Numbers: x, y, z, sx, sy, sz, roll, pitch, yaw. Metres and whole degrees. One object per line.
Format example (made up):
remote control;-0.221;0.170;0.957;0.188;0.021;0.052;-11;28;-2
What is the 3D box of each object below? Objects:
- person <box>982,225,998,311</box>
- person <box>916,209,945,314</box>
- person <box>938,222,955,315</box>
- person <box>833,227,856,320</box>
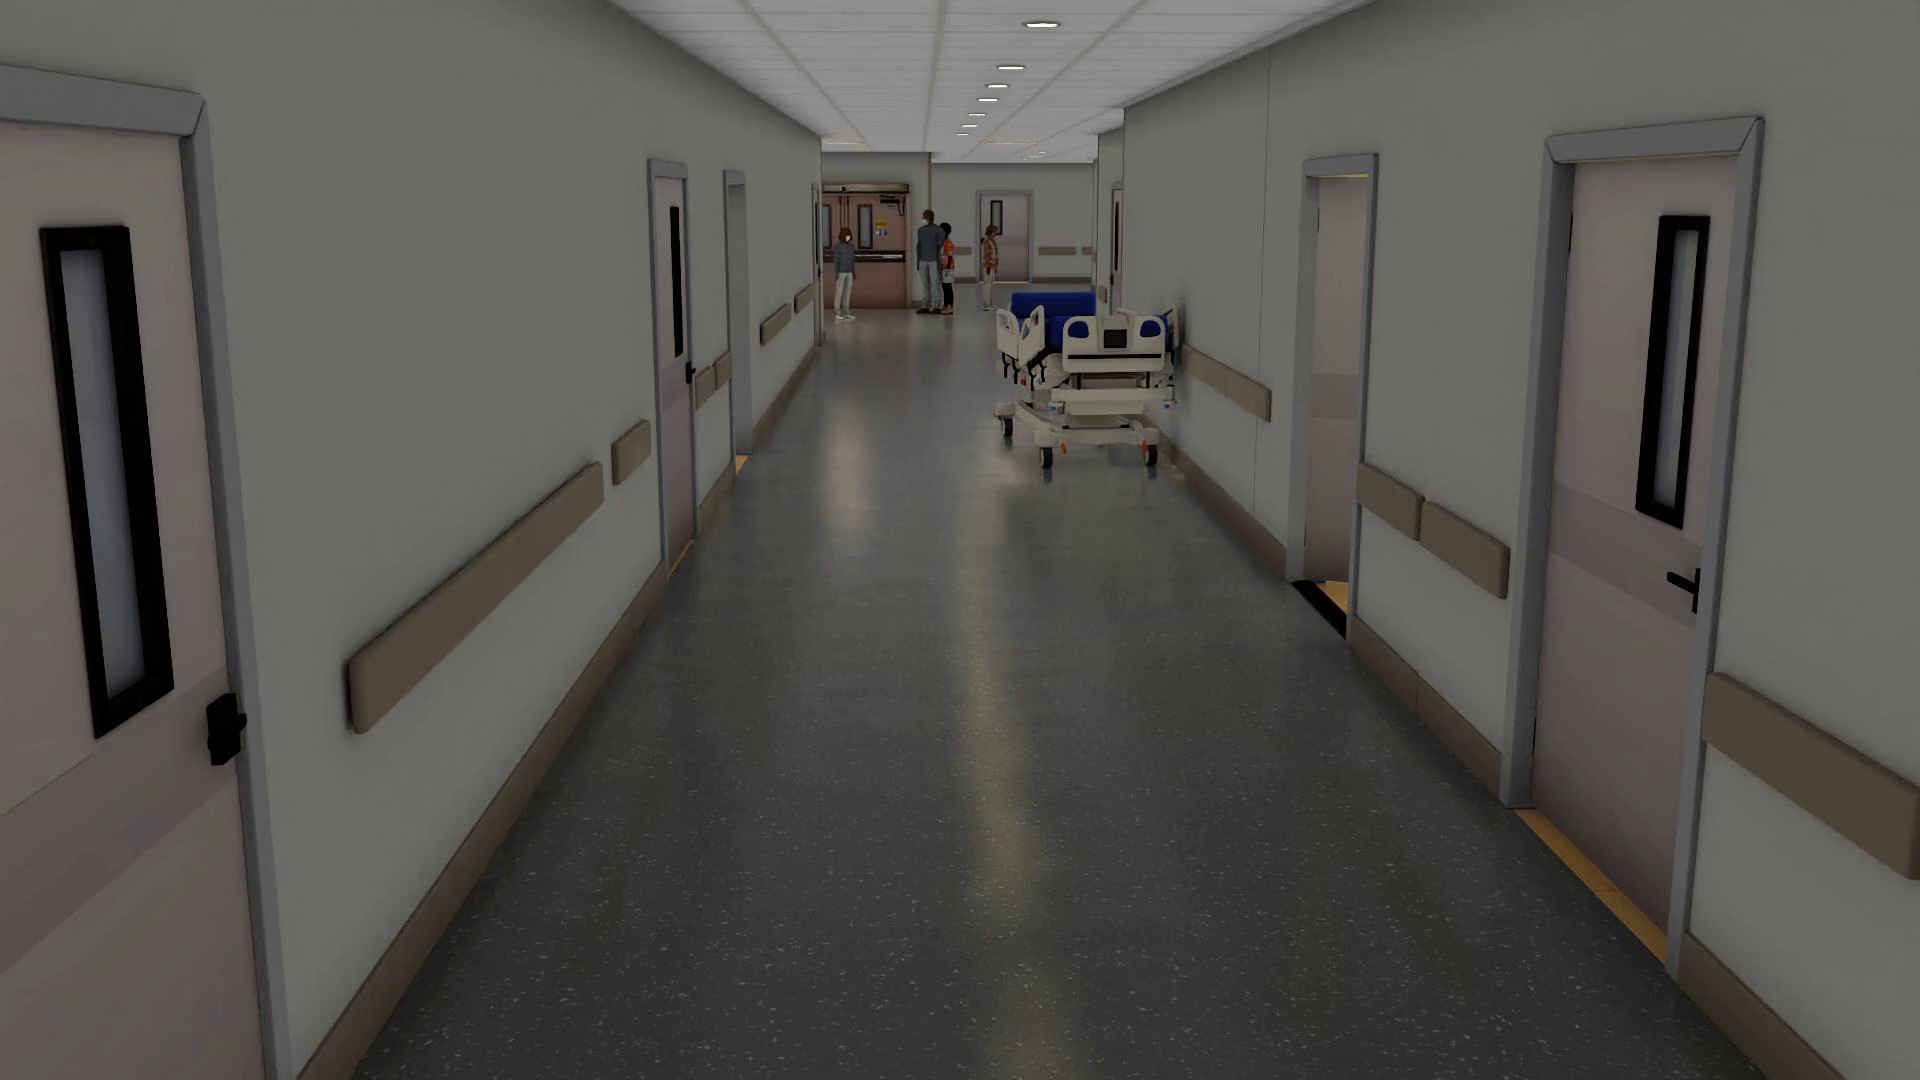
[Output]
person;0.580;-5.214;31.888;0.308;1.640;0.511;3;12;14
person;-0.556;-5.161;30.897;0.635;1.936;0.352;9;15;38
person;-0.269;-5.035;30.874;0.318;1.697;0.535;-4;12;-17
person;-2.046;-4.734;29.563;0.271;1.631;0.507;10;15;40
